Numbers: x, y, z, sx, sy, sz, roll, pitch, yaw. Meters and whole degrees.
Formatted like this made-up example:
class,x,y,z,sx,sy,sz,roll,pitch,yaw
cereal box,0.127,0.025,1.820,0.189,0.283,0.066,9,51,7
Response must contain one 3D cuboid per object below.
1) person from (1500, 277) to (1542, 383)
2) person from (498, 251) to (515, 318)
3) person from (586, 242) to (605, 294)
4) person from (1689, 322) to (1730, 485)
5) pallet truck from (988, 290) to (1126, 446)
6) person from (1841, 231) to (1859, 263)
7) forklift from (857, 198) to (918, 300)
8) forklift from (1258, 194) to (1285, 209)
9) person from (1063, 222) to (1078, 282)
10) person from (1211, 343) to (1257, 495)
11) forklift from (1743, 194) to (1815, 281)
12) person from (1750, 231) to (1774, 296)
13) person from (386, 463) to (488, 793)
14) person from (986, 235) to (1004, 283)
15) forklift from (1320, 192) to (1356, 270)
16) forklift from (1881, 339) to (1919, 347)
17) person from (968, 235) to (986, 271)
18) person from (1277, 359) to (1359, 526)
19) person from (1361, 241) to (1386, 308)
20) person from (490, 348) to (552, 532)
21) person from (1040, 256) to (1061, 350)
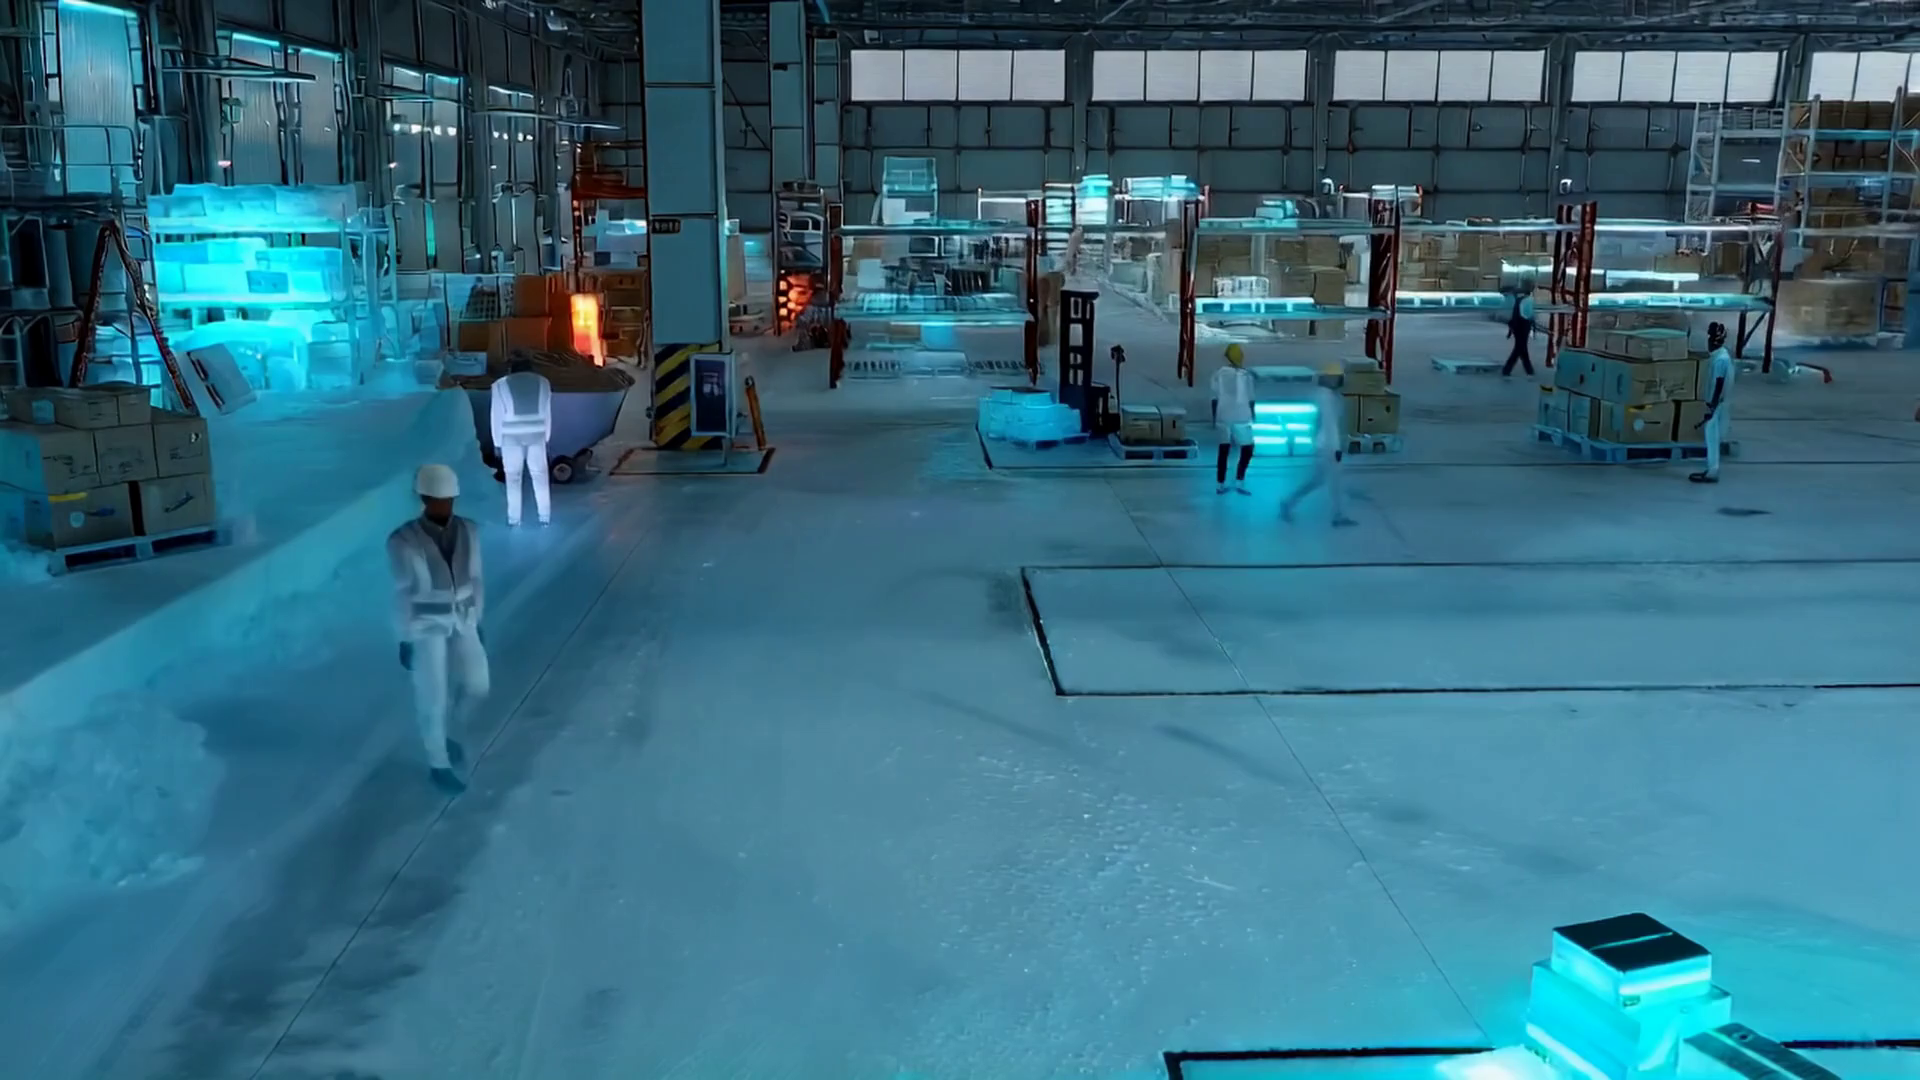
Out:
class,x,y,z,sx,sy,sz,roll,pitch,yaw
person,9.620,-3.585,28.416,0.970,1.793,0.521,-4,13,-17
person,-11.161,-6.260,40.832,0.313,1.634,0.515,-10,16,-38
person,-8.807,-6.195,39.922,0.566,1.899,0.819,2,13,7
person,8.623,-1.568,19.091,0.323,1.876,0.528,6,14,24
pallet truck,1.257,-2.299,22.111,1.885,1.965,0.823,-9,15,-35
person,29.525,-9.420,55.154,0.604,1.612,0.351,-1,13,-6
forklift,-1.871,-8.199,46.740,1.873,2.768,1.129,5,13,22
forklift,10.275,-10.069,55.182,1.873,2.768,1.129,-9,15,-35
person,3.637,-9.447,54.535,0.371,1.934,0.627,-5,13,-20
person,3.022,-1.336,18.465,0.556,1.683,0.379,10,16,38
forklift,26.801,-9.844,54.167,1.873,2.768,1.129,10,16,38
person,23.142,-8.000,48.029,0.588,1.920,0.392,6,14,25
person,-3.023,0.497,9.652,0.490,1.934,0.617,11,17,42
person,1.090,-8.761,51.450,0.555,1.933,0.419,0,12,-2
forklift,13.277,-11.084,59.763,1.873,2.768,1.129,-4,13,-18
forklift,20.040,-5.374,33.986,1.873,2.768,1.129,0,12,-2
person,0.463,-7.624,46.510,0.582,1.842,0.976,-7,14,-30
person,3.636,-0.965,16.732,0.782,1.719,0.487,1,13,5
person,10.213,-6.485,41.235,0.641,1.900,0.939,1,13,4
person,-4.384,-0.999,16.641,0.621,1.837,0.430,-8,15,-32
person,1.873,-4.786,33.628,0.409,1.886,0.674,5,14,23
